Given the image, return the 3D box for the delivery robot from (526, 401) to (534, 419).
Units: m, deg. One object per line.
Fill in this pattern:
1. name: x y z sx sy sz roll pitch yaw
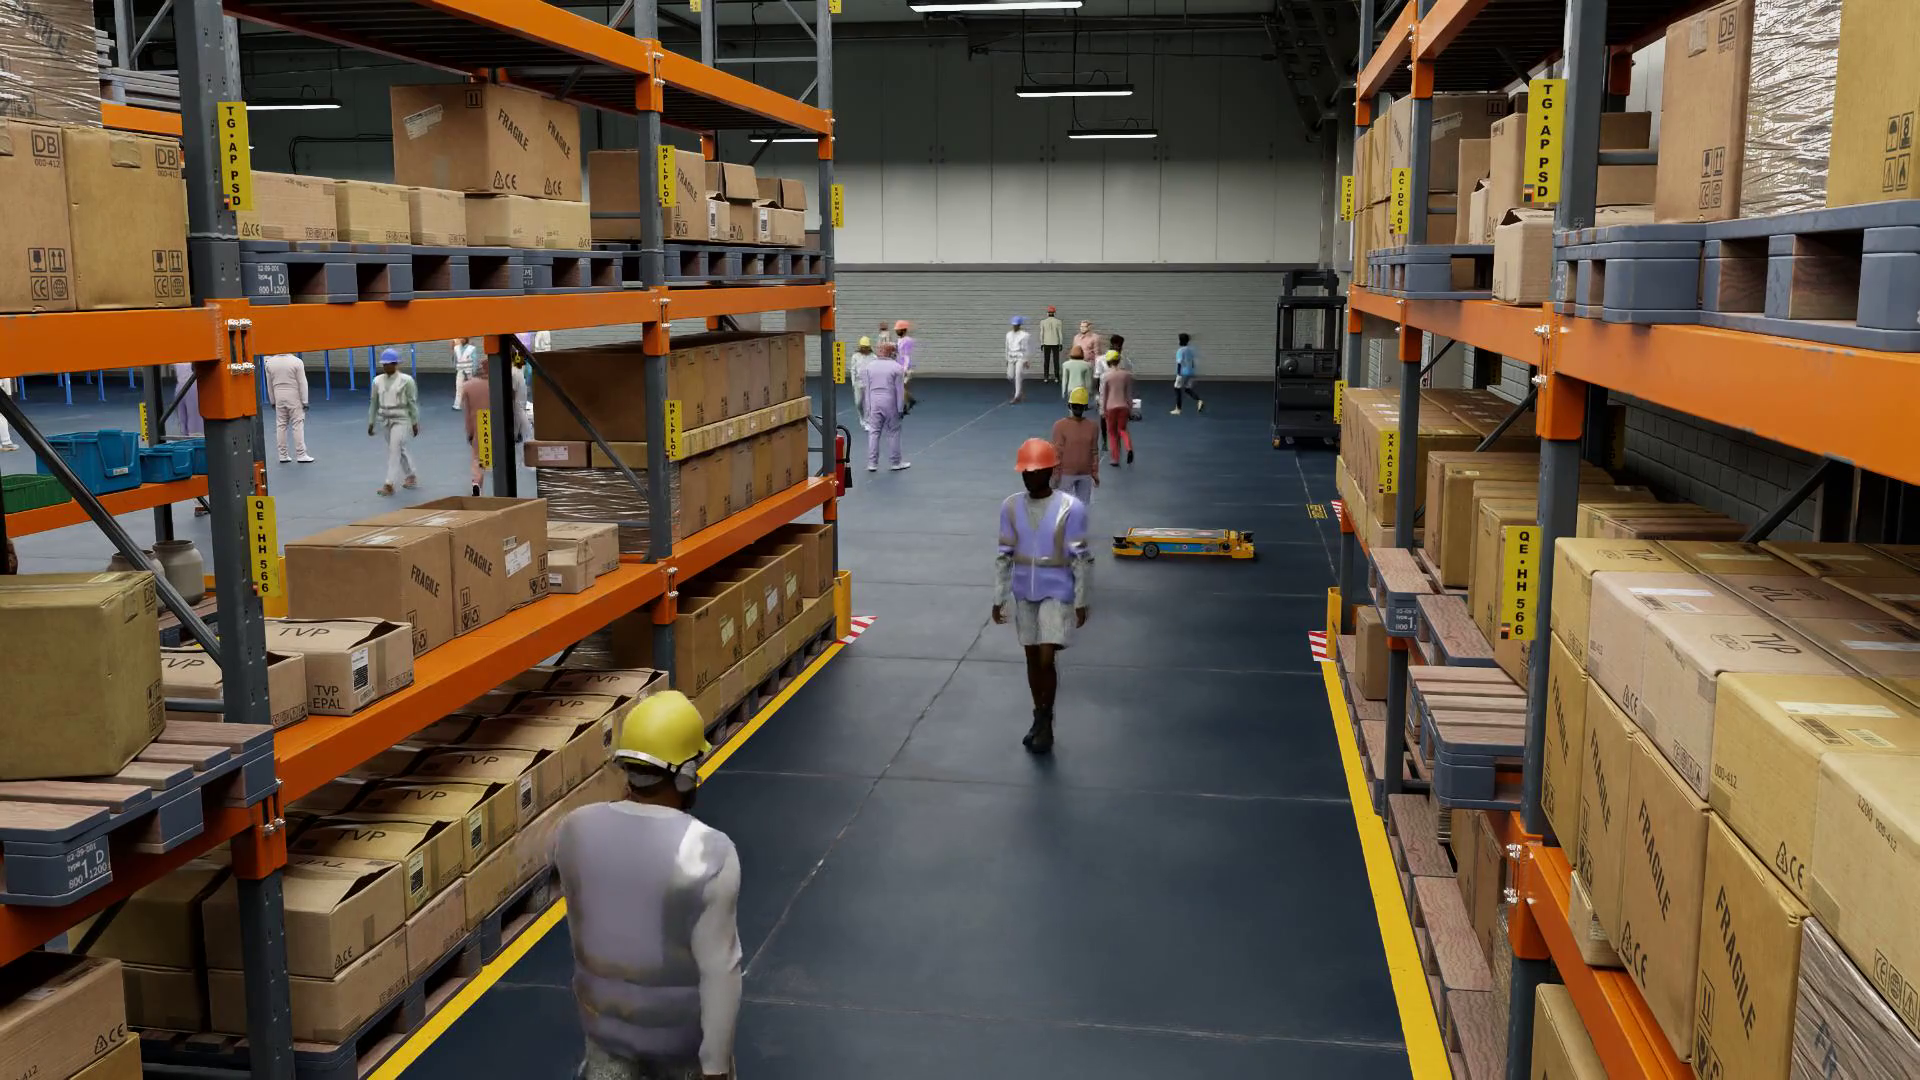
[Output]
1. delivery robot: -8.199 -2.431 31.221 0.707 0.478 0.477 1 9 9

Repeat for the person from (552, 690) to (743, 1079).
1. person: -0.811 1.286 4.645 0.605 1.781 0.914 3 10 20

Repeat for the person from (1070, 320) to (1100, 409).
1. person: 2.567 -3.682 35.030 0.648 1.885 0.726 8 12 42

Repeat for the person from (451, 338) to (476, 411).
1. person: -10.321 -3.476 34.565 0.545 1.598 0.807 1 9 9

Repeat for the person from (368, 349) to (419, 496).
1. person: -7.499 -1.586 22.061 0.625 1.902 1.015 3 10 15

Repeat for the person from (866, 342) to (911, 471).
1. person: -1.086 -1.953 24.433 0.656 1.873 0.652 5 10 26

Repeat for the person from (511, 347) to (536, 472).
1. person: -6.466 -1.899 24.168 0.931 1.838 0.523 -2 9 -14

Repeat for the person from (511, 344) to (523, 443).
1. person: -7.637 -2.559 28.076 0.558 1.899 0.978 0 9 -3

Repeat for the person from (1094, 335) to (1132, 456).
1. person: 2.448 -2.344 26.802 0.617 1.921 1.062 0 9 0

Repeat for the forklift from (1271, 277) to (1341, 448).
1. forklift: 5.847 -3.016 27.970 1.129 2.768 1.873 1 9 9

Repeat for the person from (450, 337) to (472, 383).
1. person: -12.322 -4.544 41.114 0.514 1.622 0.657 -3 10 -19

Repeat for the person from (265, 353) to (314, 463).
1. person: -10.230 -2.135 25.398 0.639 1.908 0.409 2 9 9

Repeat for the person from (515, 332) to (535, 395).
1. person: -10.264 -4.334 39.172 0.600 1.832 0.453 -7 12 -38

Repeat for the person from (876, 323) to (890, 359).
1. person: -1.967 -4.755 42.508 0.612 1.595 0.581 2 9 14

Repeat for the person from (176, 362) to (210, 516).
1. person: -9.033 -1.263 19.922 0.628 1.940 0.373 2 9 9

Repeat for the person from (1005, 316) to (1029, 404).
1. person: 1.297 -4.001 36.824 0.615 1.934 0.632 7 11 36

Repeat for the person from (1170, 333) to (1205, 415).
1. person: 4.609 -3.353 33.630 0.659 1.671 0.533 8 12 42

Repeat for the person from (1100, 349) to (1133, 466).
1. person: 2.340 -1.971 24.859 0.550 1.742 0.477 -3 10 -20

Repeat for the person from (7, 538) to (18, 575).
1. person: -4.842 0.755 8.411 0.497 1.634 0.287 2 9 9

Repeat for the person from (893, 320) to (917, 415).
1. person: -1.152 -3.520 33.883 0.459 1.924 0.575 -3 10 -18

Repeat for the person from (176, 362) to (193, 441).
1. person: -12.077 -2.283 26.343 0.595 1.894 0.816 5 10 27

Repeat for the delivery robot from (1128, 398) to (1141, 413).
1. delivery robot: 3.181 -2.645 32.540 0.707 0.478 0.477 -5 10 -26

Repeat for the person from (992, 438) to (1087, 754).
1. person: 0.444 0.343 10.078 0.565 1.912 0.660 5 10 27

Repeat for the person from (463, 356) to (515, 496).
1. person: -5.806 -1.332 20.516 0.649 1.886 0.764 0 9 2

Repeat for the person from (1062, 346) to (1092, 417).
1. person: 2.093 -2.658 29.611 0.525 1.584 0.870 2 9 13

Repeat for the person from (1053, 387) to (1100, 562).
1. person: 1.172 -0.653 16.700 0.526 1.765 0.329 -4 10 -23

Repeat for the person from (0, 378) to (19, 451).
1. person: -15.726 -2.401 27.111 0.573 1.883 0.356 2 9 9

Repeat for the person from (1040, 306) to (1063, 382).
1. person: 2.422 -5.187 43.952 0.608 1.995 0.378 2 9 9

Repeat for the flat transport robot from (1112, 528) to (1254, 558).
1. flat transport robot: 2.319 0.022 17.257 1.431 0.197 0.652 1 9 9

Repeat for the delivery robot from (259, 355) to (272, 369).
1. delivery robot: -19.795 -5.084 47.585 0.707 0.478 0.477 1 9 9

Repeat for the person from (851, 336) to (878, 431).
1. person: -1.747 -2.893 30.611 0.492 1.725 0.643 0 9 3

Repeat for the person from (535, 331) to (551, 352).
1. person: -8.989 -3.886 35.775 0.375 2.044 0.605 -5 11 -29
